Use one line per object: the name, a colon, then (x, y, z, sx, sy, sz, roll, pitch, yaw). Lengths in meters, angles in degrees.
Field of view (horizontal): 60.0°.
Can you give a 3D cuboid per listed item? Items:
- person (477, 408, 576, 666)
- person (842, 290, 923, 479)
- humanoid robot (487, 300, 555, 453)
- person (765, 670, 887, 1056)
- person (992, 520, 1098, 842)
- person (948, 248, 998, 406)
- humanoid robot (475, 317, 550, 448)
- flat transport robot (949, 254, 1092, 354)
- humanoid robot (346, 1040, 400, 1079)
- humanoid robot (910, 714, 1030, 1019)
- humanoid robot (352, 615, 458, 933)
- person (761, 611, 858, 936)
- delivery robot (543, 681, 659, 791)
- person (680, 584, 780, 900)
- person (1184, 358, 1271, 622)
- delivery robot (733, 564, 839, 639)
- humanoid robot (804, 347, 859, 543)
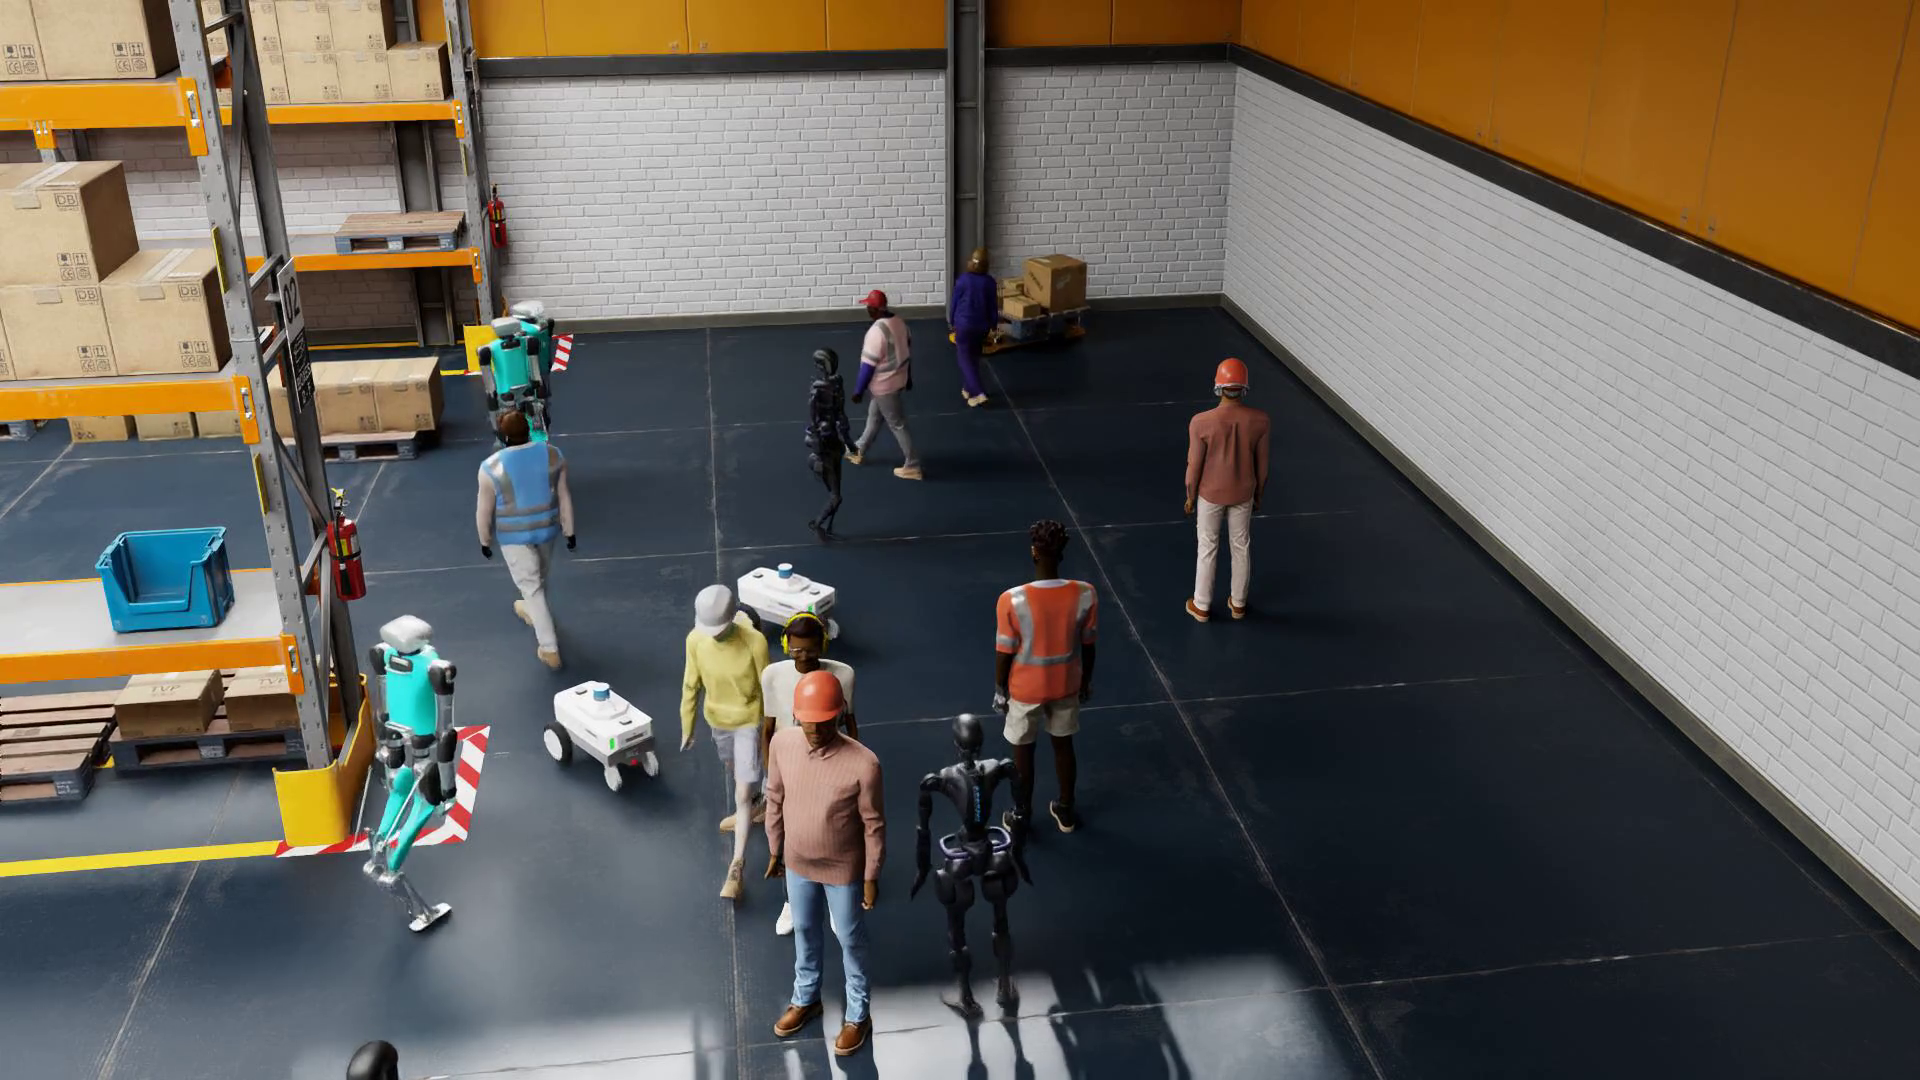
person: (-3.053, -0.063, 11.660, 0.638, 1.781, 0.982, -17, 29, -34)
person: (-0.720, -1.392, 14.789, 0.924, 1.693, 0.612, 9, 25, 19)
humanoid robot: (-3.839, -1.216, 14.312, 0.782, 1.762, 0.544, 8, 25, 18)
person: (-0.642, 1.504, 7.822, 0.621, 1.996, 0.371, 11, 26, 24)
person: (0.481, 0.811, 9.455, 0.611, 1.956, 0.373, -8, 25, -17)
person: (0.143, -2.126, 16.589, 0.459, 1.589, 0.613, -7, 25, -16)
humanoid robot: (-3.504, -0.895, 13.632, 0.530, 1.782, 0.817, -20, 30, -38)
flat transport robot: (0.653, -2.366, 18.787, 1.431, 0.231, 0.659, -15, 28, -30)
humanoid robot: (-1.967, 2.458, 6.076, 0.601, 1.639, 0.668, 0, 24, 0)
humanoid robot: (0.064, 1.578, 8.058, 0.602, 1.656, 0.332, -6, 24, -14)
humanoid robot: (-2.918, 1.312, 8.604, 0.541, 1.802, 0.675, 12, 27, 26)
person: (-0.772, 1.215, 8.642, 0.534, 1.866, 0.314, -1, 24, -2)
delivery robot: (-2.222, 1.174, 10.372, 0.499, 0.600, 0.804, -21, 31, -39)
person: (-1.272, 1.032, 9.143, 0.566, 1.793, 1.029, 6, 25, 14)
person: (1.921, -0.351, 12.054, 0.610, 1.994, 0.376, -4, 24, -8)
delivery robot: (-1.264, 0.463, 12.002, 0.808, 0.607, 0.499, 15, 28, 30)
humanoid robot: (-1.048, -0.757, 13.368, 0.349, 1.652, 0.595, 9, 25, 20)
